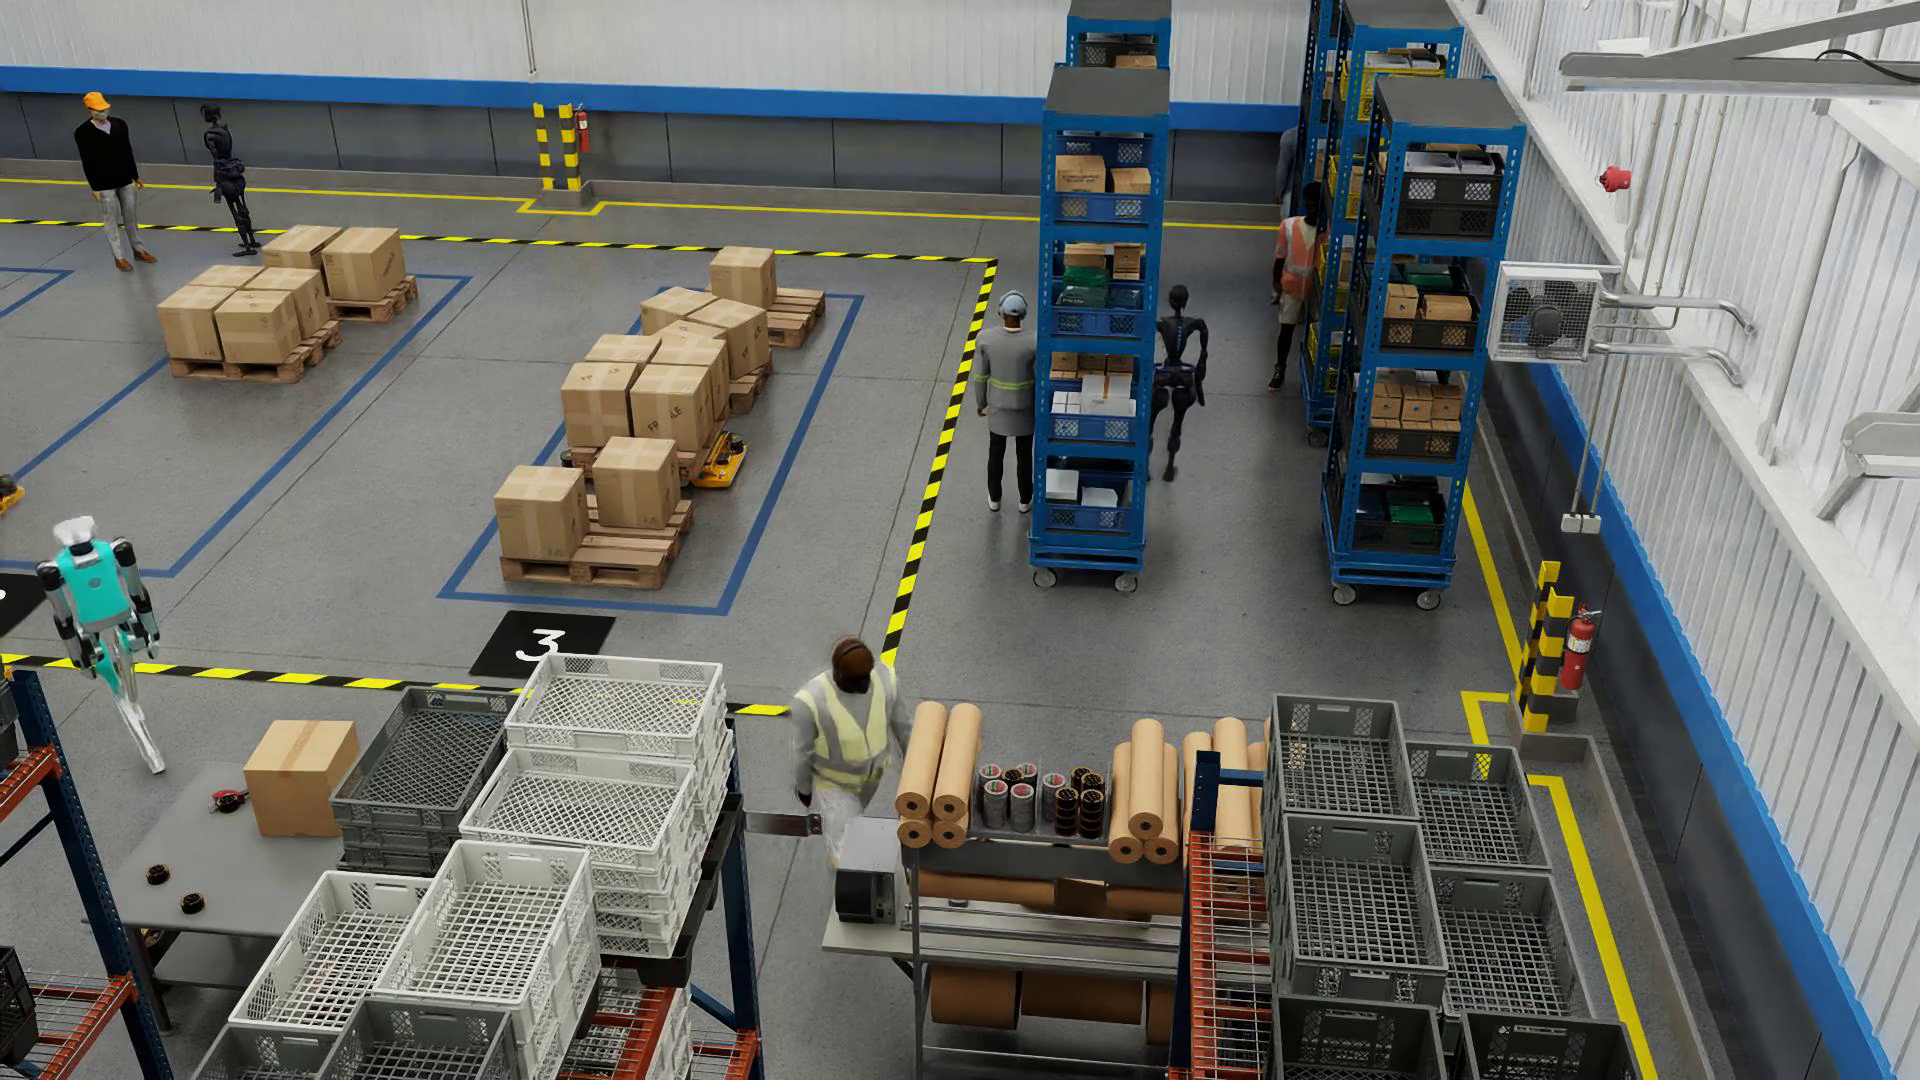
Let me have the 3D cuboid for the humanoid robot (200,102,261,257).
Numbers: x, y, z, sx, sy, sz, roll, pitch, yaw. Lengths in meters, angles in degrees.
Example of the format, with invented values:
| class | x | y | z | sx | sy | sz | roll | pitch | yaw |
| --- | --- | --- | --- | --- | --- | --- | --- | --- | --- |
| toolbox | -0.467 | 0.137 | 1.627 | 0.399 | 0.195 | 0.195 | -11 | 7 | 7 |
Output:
| class | x | y | z | sx | sy | sz | roll | pitch | yaw |
| --- | --- | --- | --- | --- | --- | --- | --- | --- | --- |
| humanoid robot | -7.906 | -3.902 | 17.960 | 0.315 | 1.657 | 0.599 | -2 | 30 | -4 |

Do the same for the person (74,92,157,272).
| class | x | y | z | sx | sy | sz | roll | pitch | yaw |
| --- | --- | --- | --- | --- | --- | --- | --- | --- | --- |
| person | -8.943 | -3.804 | 17.602 | 0.385 | 1.884 | 0.585 | 17 | 34 | 27 |

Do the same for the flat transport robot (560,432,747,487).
| class | x | y | z | sx | sy | sz | roll | pitch | yaw |
| --- | --- | --- | --- | --- | --- | --- | --- | --- | --- |
| flat transport robot | -2.554 | -0.707 | 13.861 | 1.431 | 0.197 | 0.652 | 3 | 30 | 6 |

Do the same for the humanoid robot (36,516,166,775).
| class | x | y | z | sx | sy | sz | roll | pitch | yaw |
| --- | --- | --- | --- | --- | --- | --- | --- | --- | --- |
| humanoid robot | -5.308 | 0.557 | 10.322 | 0.538 | 1.784 | 1.035 | -21 | 36 | -31 |

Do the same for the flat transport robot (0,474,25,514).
| class | x | y | z | sx | sy | sz | roll | pitch | yaw |
| --- | --- | --- | --- | --- | --- | --- | --- | --- | --- |
| flat transport robot | -8.307 | -0.325 | 13.204 | 1.431 | 0.197 | 0.652 | 3 | 30 | 6 |

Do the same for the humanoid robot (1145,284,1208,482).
| class | x | y | z | sx | sy | sz | roll | pitch | yaw |
| --- | --- | --- | --- | --- | --- | --- | --- | --- | --- |
| humanoid robot | 1.702 | -1.257 | 13.437 | 0.593 | 1.633 | 0.393 | -2 | 30 | -3 |

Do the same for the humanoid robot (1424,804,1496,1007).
| class | x | y | z | sx | sy | sz | roll | pitch | yaw |
| --- | --- | --- | --- | --- | --- | --- | --- | --- | --- |
| humanoid robot | 2.342 | 1.982 | 7.886 | 0.610 | 1.617 | 0.601 | 11 | 32 | 19 |

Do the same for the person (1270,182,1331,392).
| class | x | y | z | sx | sy | sz | roll | pitch | yaw |
| --- | --- | --- | --- | --- | --- | --- | --- | --- | --- |
| person | 3.071 | -2.234 | 14.833 | 0.608 | 1.960 | 0.378 | 9 | 31 | 16 |

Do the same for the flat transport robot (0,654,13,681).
| class | x | y | z | sx | sy | sz | roll | pitch | yaw |
| --- | --- | --- | --- | --- | --- | --- | --- | --- | --- |
| flat transport robot | -7.142 | 0.969 | 11.010 | 1.431 | 0.231 | 0.659 | 3 | 30 | 6 |

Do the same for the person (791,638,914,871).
| class | x | y | z | sx | sy | sz | roll | pitch | yaw |
| --- | --- | --- | --- | --- | --- | --- | --- | --- | --- |
| person | -0.517 | 1.294 | 8.925 | 0.657 | 1.787 | 0.914 | -20 | 36 | -30 |

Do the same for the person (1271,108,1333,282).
| class | x | y | z | sx | sy | sz | roll | pitch | yaw |
| --- | --- | --- | --- | --- | --- | --- | --- | --- | --- |
| person | 3.564 | -3.636 | 17.275 | 0.626 | 1.931 | 0.376 | -8 | 31 | -14 |

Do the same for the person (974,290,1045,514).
| class | x | y | z | sx | sy | sz | roll | pitch | yaw |
| --- | --- | --- | --- | --- | --- | --- | --- | --- | --- |
| person | 0.412 | -1.075 | 12.946 | 0.596 | 1.851 | 0.380 | 6 | 31 | 10 |
